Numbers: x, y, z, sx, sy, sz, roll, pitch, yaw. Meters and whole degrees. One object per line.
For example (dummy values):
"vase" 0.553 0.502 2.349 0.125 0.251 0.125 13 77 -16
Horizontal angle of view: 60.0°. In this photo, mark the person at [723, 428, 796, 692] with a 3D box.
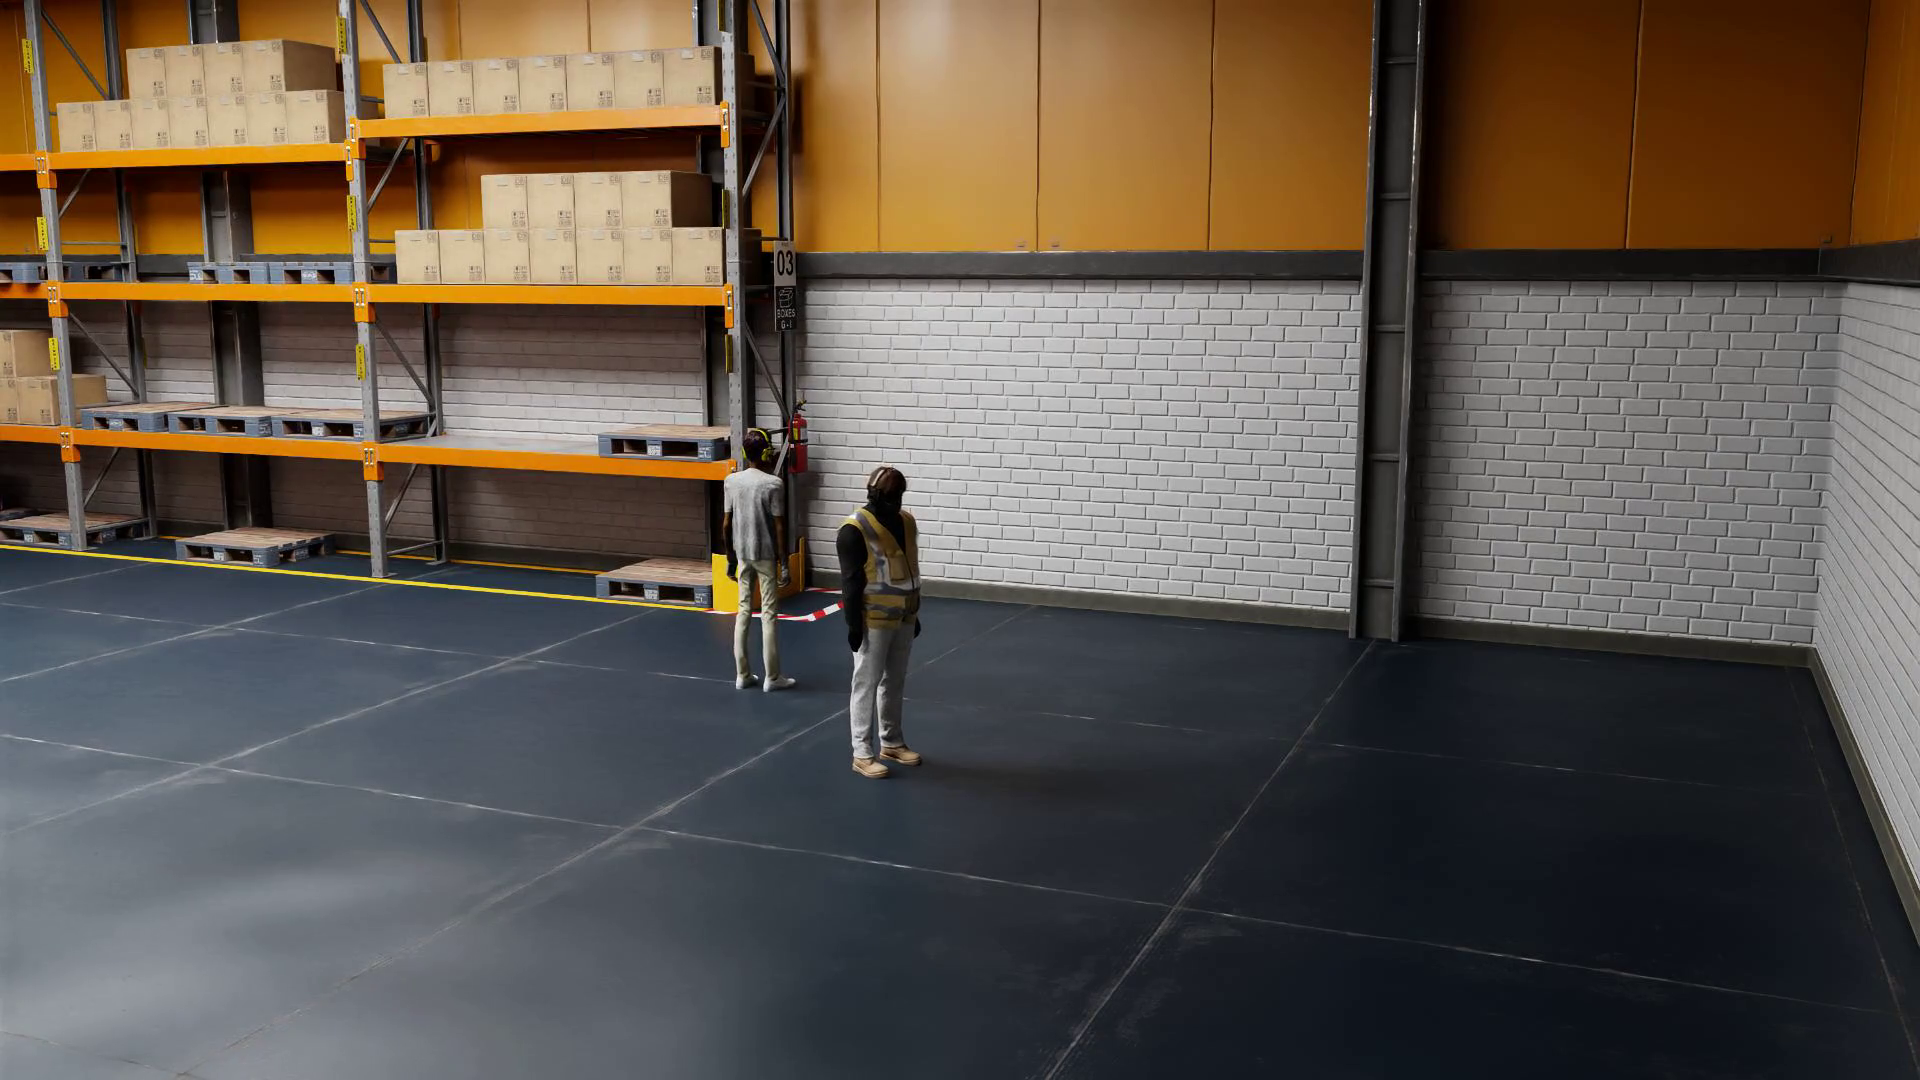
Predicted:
"person" -1.434 0.142 11.802 0.521 1.870 0.319 4 10 24

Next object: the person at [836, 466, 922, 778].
"person" -0.444 0.475 9.888 0.429 1.834 0.636 7 12 36
